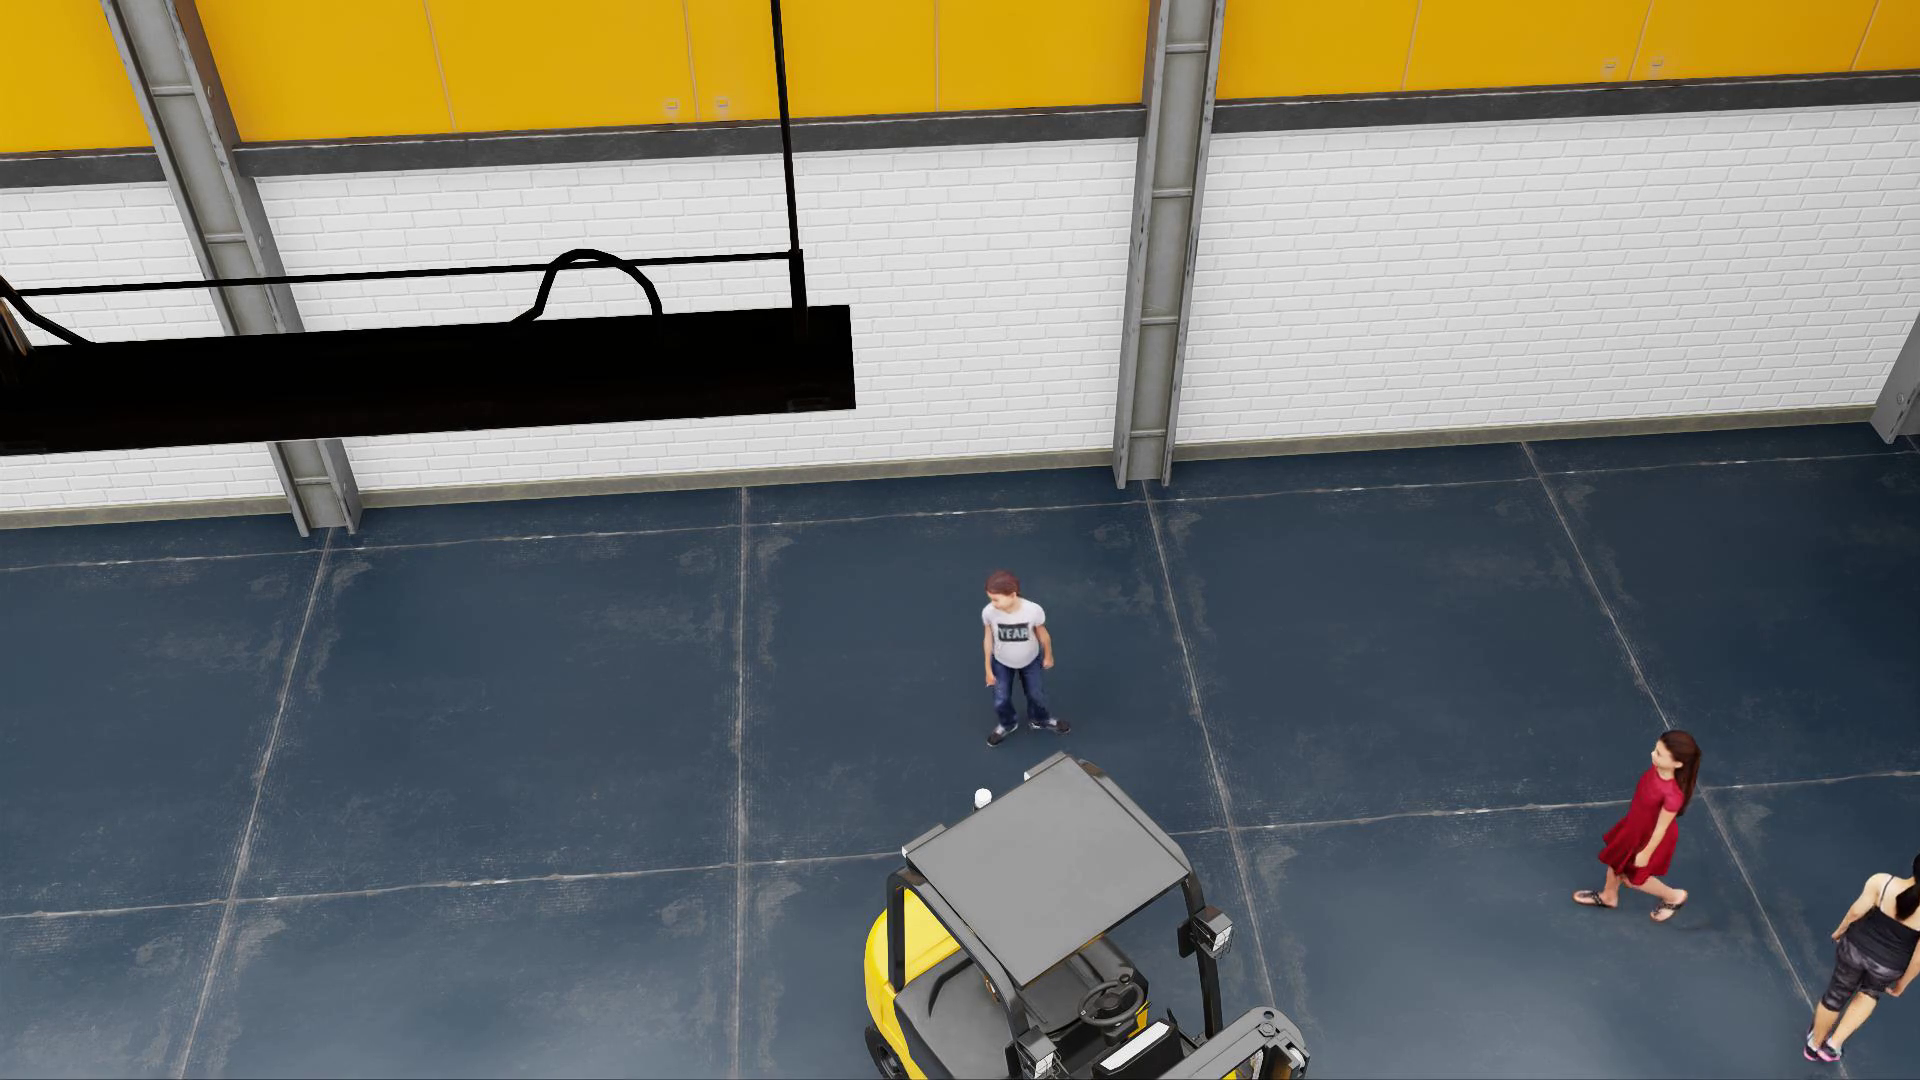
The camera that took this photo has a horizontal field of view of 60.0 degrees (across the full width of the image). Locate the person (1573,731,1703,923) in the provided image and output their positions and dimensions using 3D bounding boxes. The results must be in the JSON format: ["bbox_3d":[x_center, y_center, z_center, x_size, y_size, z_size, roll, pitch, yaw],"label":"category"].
[{"bbox_3d":[3.899,1.619,9.250,0.836,1.538,0.615,2,44,2],"label":"person"}]

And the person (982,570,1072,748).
[{"bbox_3d":[0.387,0.699,10.210,0.515,1.545,0.810,-6,44,-6],"label":"person"}]

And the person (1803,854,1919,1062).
[{"bbox_3d":[4.637,2.191,8.520,0.706,1.718,0.766,28,50,26],"label":"person"}]
